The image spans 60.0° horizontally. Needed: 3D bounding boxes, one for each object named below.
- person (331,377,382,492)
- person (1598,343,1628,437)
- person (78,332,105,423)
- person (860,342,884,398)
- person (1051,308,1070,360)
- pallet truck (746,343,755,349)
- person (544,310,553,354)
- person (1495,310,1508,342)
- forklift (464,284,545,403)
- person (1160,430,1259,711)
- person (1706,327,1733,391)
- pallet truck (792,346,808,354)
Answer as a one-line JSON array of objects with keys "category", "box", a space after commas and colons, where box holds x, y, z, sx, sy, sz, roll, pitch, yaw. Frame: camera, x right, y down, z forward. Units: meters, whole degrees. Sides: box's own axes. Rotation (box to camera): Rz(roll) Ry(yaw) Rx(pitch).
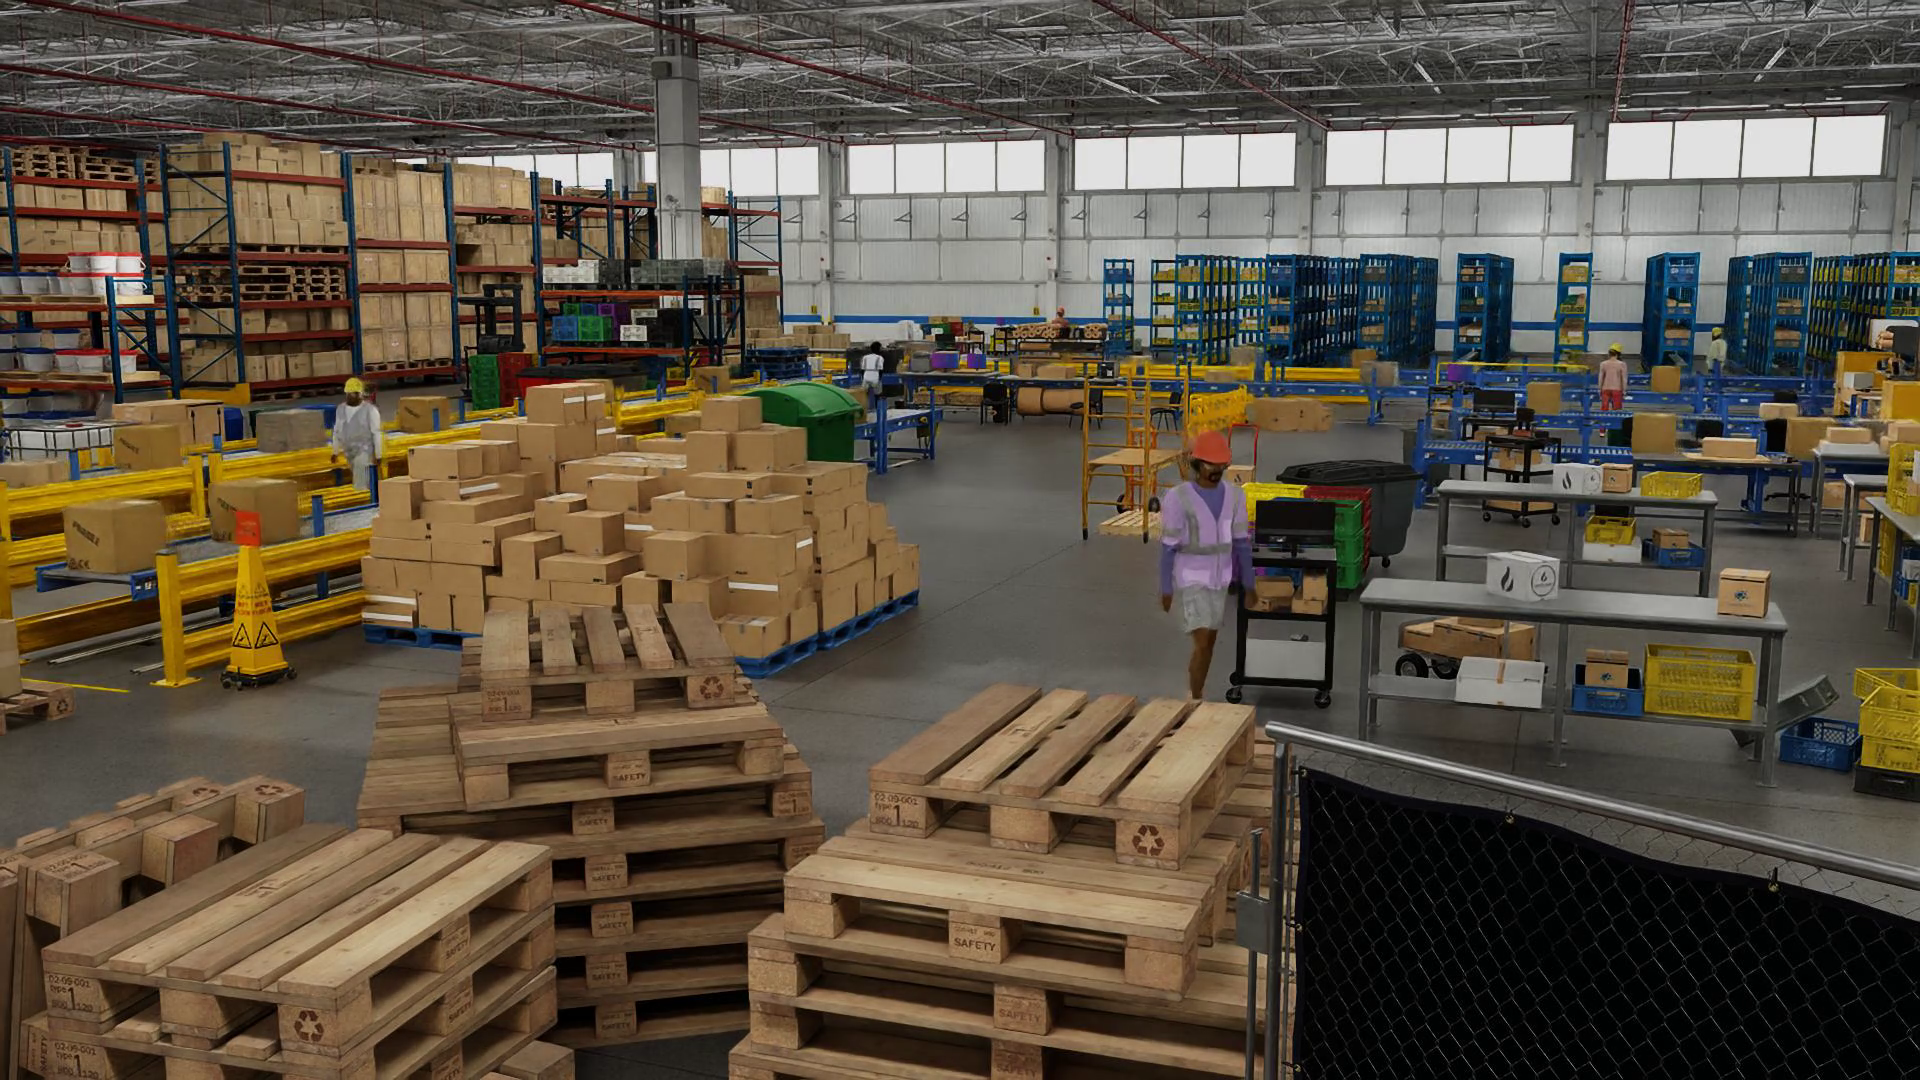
[{"category": "person", "box": [-7.388, -1.119, 20.523, 0.592, 1.800, 0.875, 3, 10, 21]}, {"category": "person", "box": [12.196, -2.786, 31.070, 0.528, 1.767, 0.329, 8, 12, 41]}, {"category": "person", "box": [-17.493, -3.214, 33.364, 0.445, 1.888, 0.657, 3, 10, 19]}, {"category": "person", "box": [-1.890, -3.370, 35.168, 0.564, 1.632, 0.964, 4, 10, 24]}, {"category": "person", "box": [3.223, -6.454, 53.423, 0.613, 1.982, 0.407, 2, 9, 13]}, {"category": "pallet truck", "box": [-6.183, -4.618, 44.264, 1.601, 1.201, 0.680, -9, 12, -43]}, {"category": "person", "box": [-14.478, -7.137, 58.168, 0.625, 1.841, 0.429, -4, 10, -26]}, {"category": "person", "box": [18.878, -7.148, 58.333, 0.888, 1.800, 0.596, 9, 12, 43]}, {"category": "forklift", "box": [-10.832, -4.702, 39.610, 1.129, 2.768, 1.873, 3, 10, 20]}, {"category": "person", "box": [1.686, 0.290, 10.985, 0.610, 2.019, 0.764, -4, 10, -26]}, {"category": "person", "box": [18.076, -4.180, 39.659, 0.601, 1.811, 0.720, -5, 10, -30]}, {"category": "pallet truck", "box": [-3.705, -4.298, 42.022, 0.653, 1.274, 1.630, 3, 10, 20]}]
